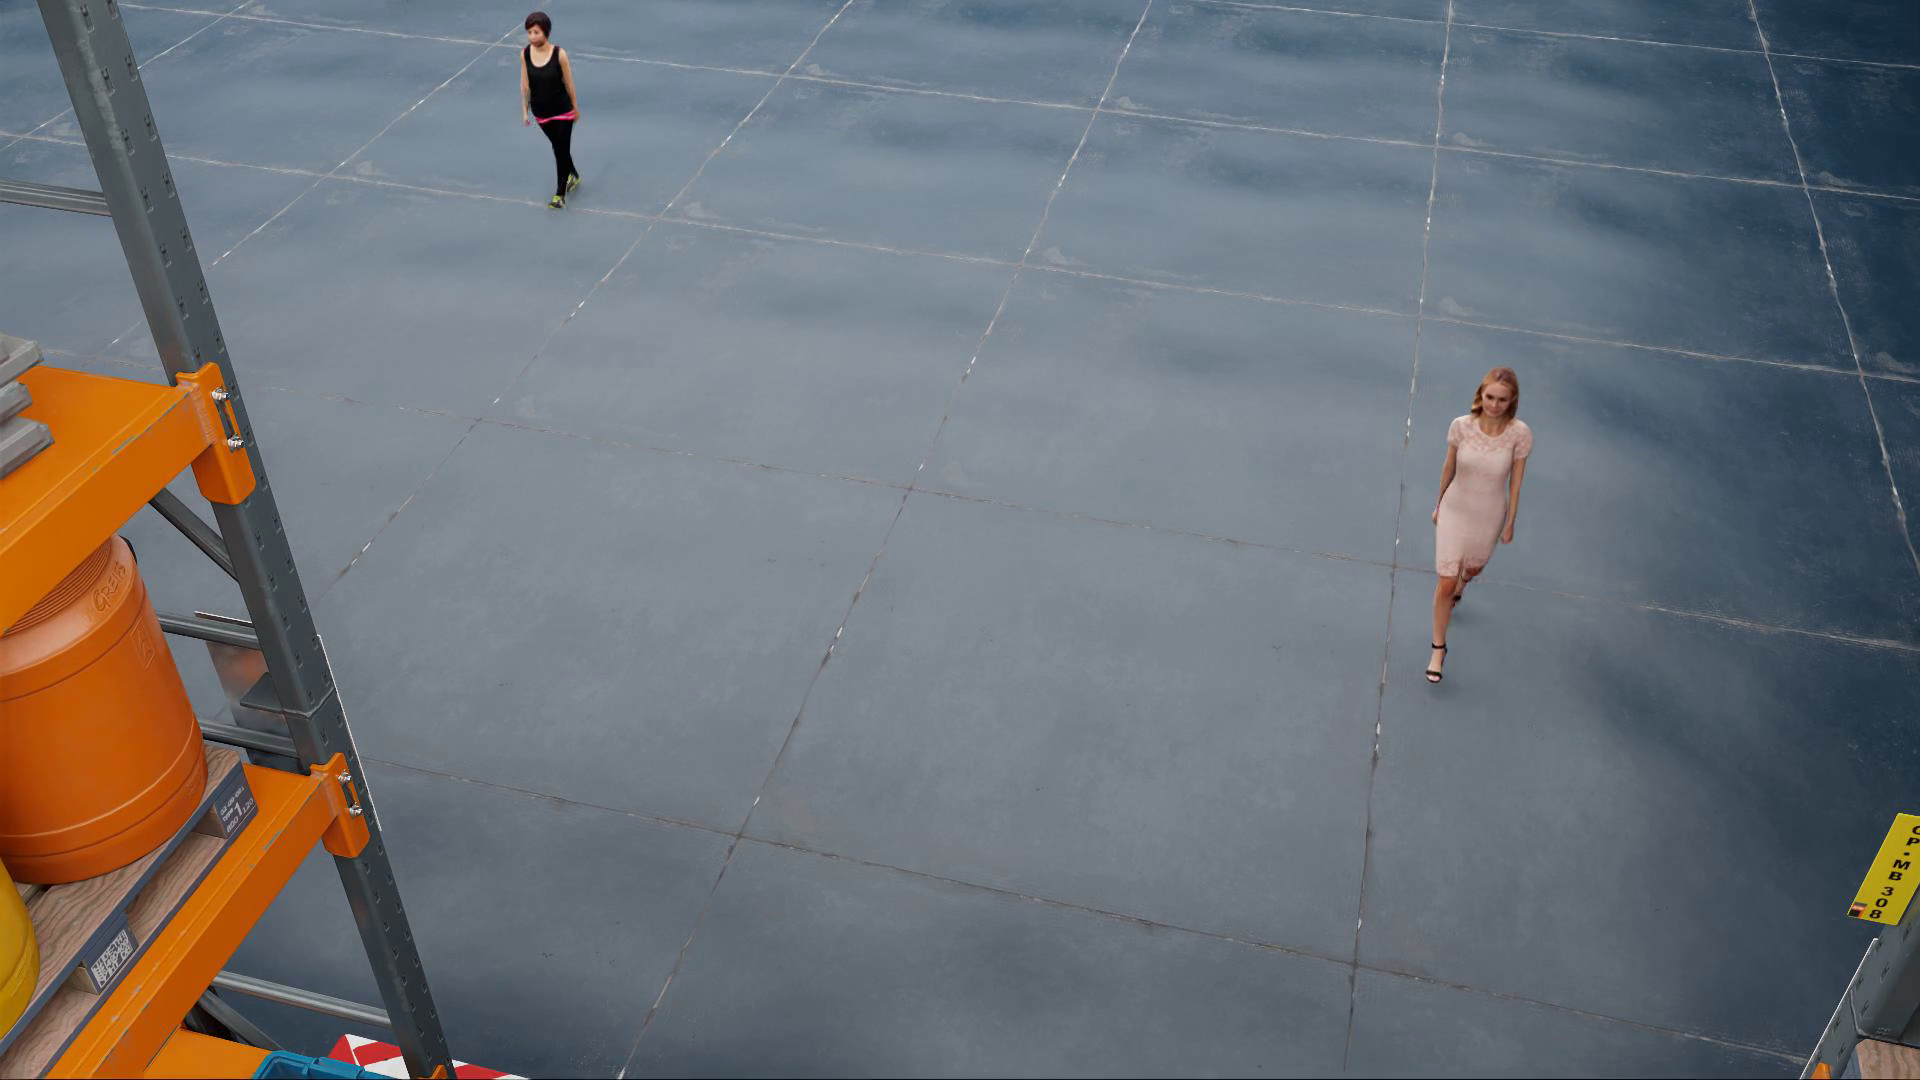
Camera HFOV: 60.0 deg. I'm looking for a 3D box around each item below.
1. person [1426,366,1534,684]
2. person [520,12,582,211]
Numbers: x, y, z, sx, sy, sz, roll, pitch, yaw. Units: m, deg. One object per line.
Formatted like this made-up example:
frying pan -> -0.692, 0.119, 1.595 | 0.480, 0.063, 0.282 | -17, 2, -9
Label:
person -> 2.737, -0.153, 8.812 | 0.653, 1.793, 1.087 | 13, 40, 16
person -> -3.220, -3.468, 13.274 | 0.578, 1.517, 0.955 | 7, 39, 9
